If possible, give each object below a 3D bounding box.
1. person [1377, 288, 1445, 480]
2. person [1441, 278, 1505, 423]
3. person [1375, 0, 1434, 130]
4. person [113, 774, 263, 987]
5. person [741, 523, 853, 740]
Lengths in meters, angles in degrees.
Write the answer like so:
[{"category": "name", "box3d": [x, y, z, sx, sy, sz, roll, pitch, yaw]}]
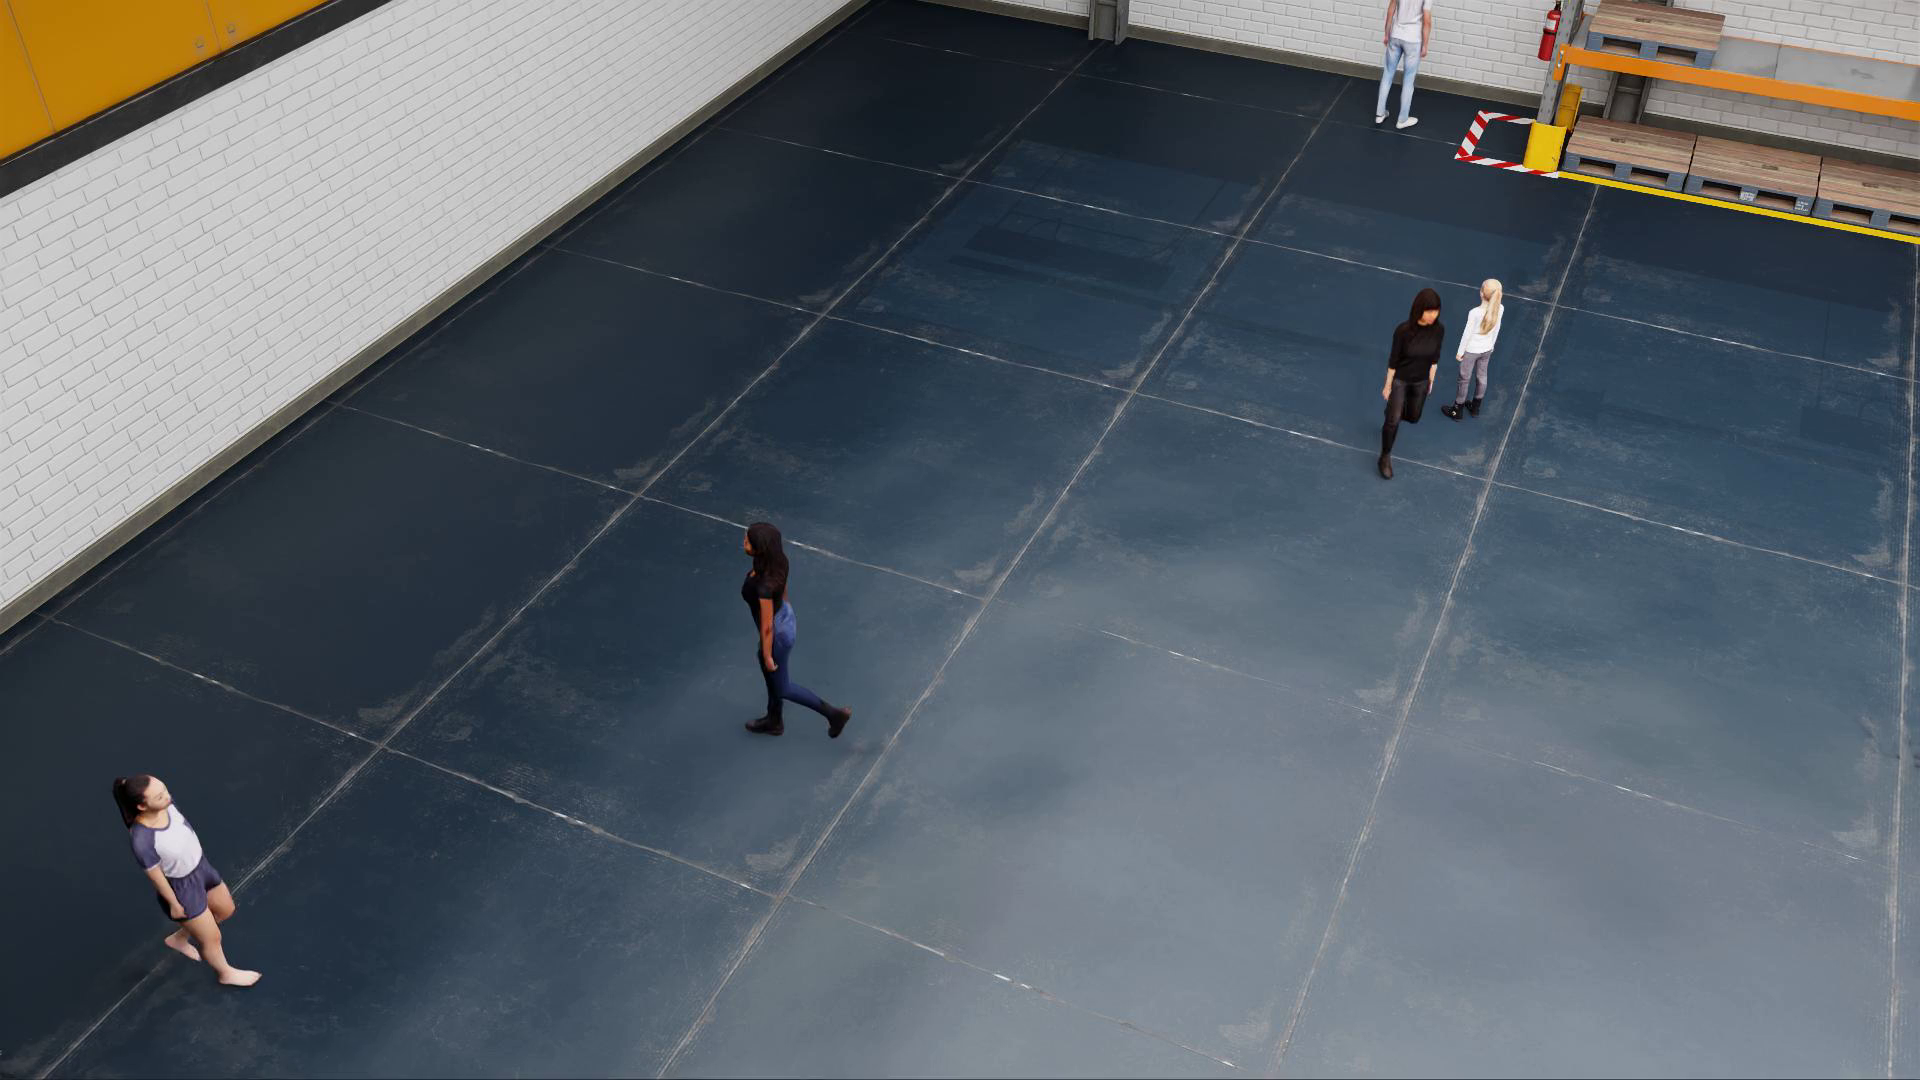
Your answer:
[{"category": "person", "box3d": [3.435, -1.281, 12.859, 0.870, 1.622, 0.848, -2, 39, -2]}, {"category": "person", "box3d": [4.193, -1.544, 13.464, 0.579, 1.279, 0.640, -12, 40, -15]}, {"category": "person", "box3d": [4.754, -5.338, 17.757, 0.585, 1.850, 0.771, 29, 47, 31]}, {"category": "person", "box3d": [-4.236, 1.853, 8.925, 0.857, 1.636, 0.762, 0, 39, -1]}, {"category": "person", "box3d": [-1.066, 0.616, 10.402, 1.027, 1.724, 0.746, 6, 39, 7]}]
